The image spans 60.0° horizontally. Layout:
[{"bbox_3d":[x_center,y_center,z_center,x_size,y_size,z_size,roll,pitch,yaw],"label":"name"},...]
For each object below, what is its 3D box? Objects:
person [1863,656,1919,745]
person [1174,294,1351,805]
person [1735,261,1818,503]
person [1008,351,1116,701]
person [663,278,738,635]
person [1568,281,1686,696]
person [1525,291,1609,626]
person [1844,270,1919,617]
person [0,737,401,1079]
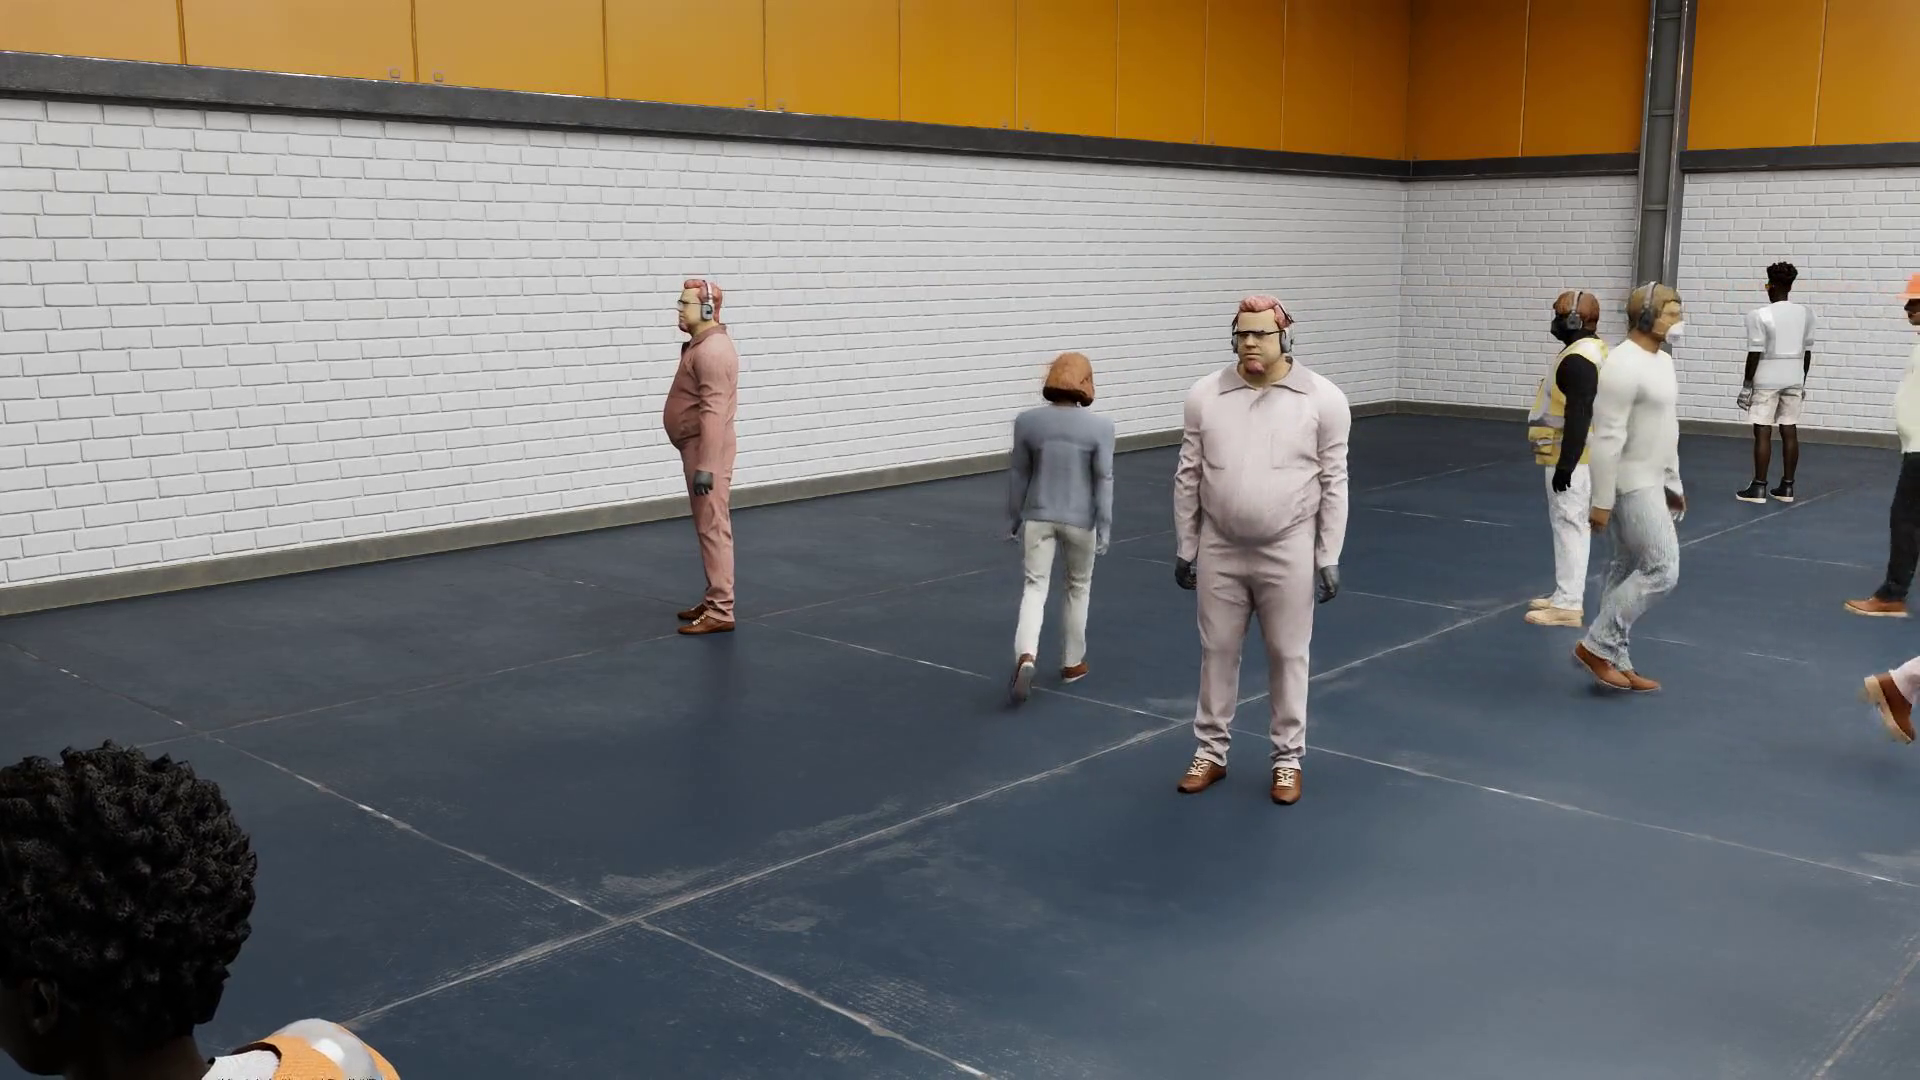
[{"bbox_3d":[3.943,-0.013,6.386,0.650,1.966,0.620,7,12,36],"label":"person"},{"bbox_3d":[1.108,0.041,6.233,0.652,1.906,0.402,4,11,22],"label":"person"},{"bbox_3d":[6.652,-1.281,13.581,0.602,1.967,0.370,-2,10,-10],"label":"person"},{"bbox_3d":[0.450,-0.072,7.732,0.520,1.600,0.750,3,10,17],"label":"person"},{"bbox_3d":[-1.396,-0.452,9.018,0.410,1.913,0.651,-1,10,-8],"label":"person"},{"bbox_3d":[3.149,-0.219,7.662,0.432,1.923,0.634,6,12,32],"label":"person"},{"bbox_3d":[3.358,-0.448,9.198,0.429,1.842,0.634,5,11,25],"label":"person"},{"bbox_3d":[5.464,-0.525,9.252,0.758,1.976,0.635,4,11,22],"label":"person"},{"bbox_3d":[-0.646,0.996,1.418,0.321,1.690,0.529,3,10,18],"label":"person"}]
